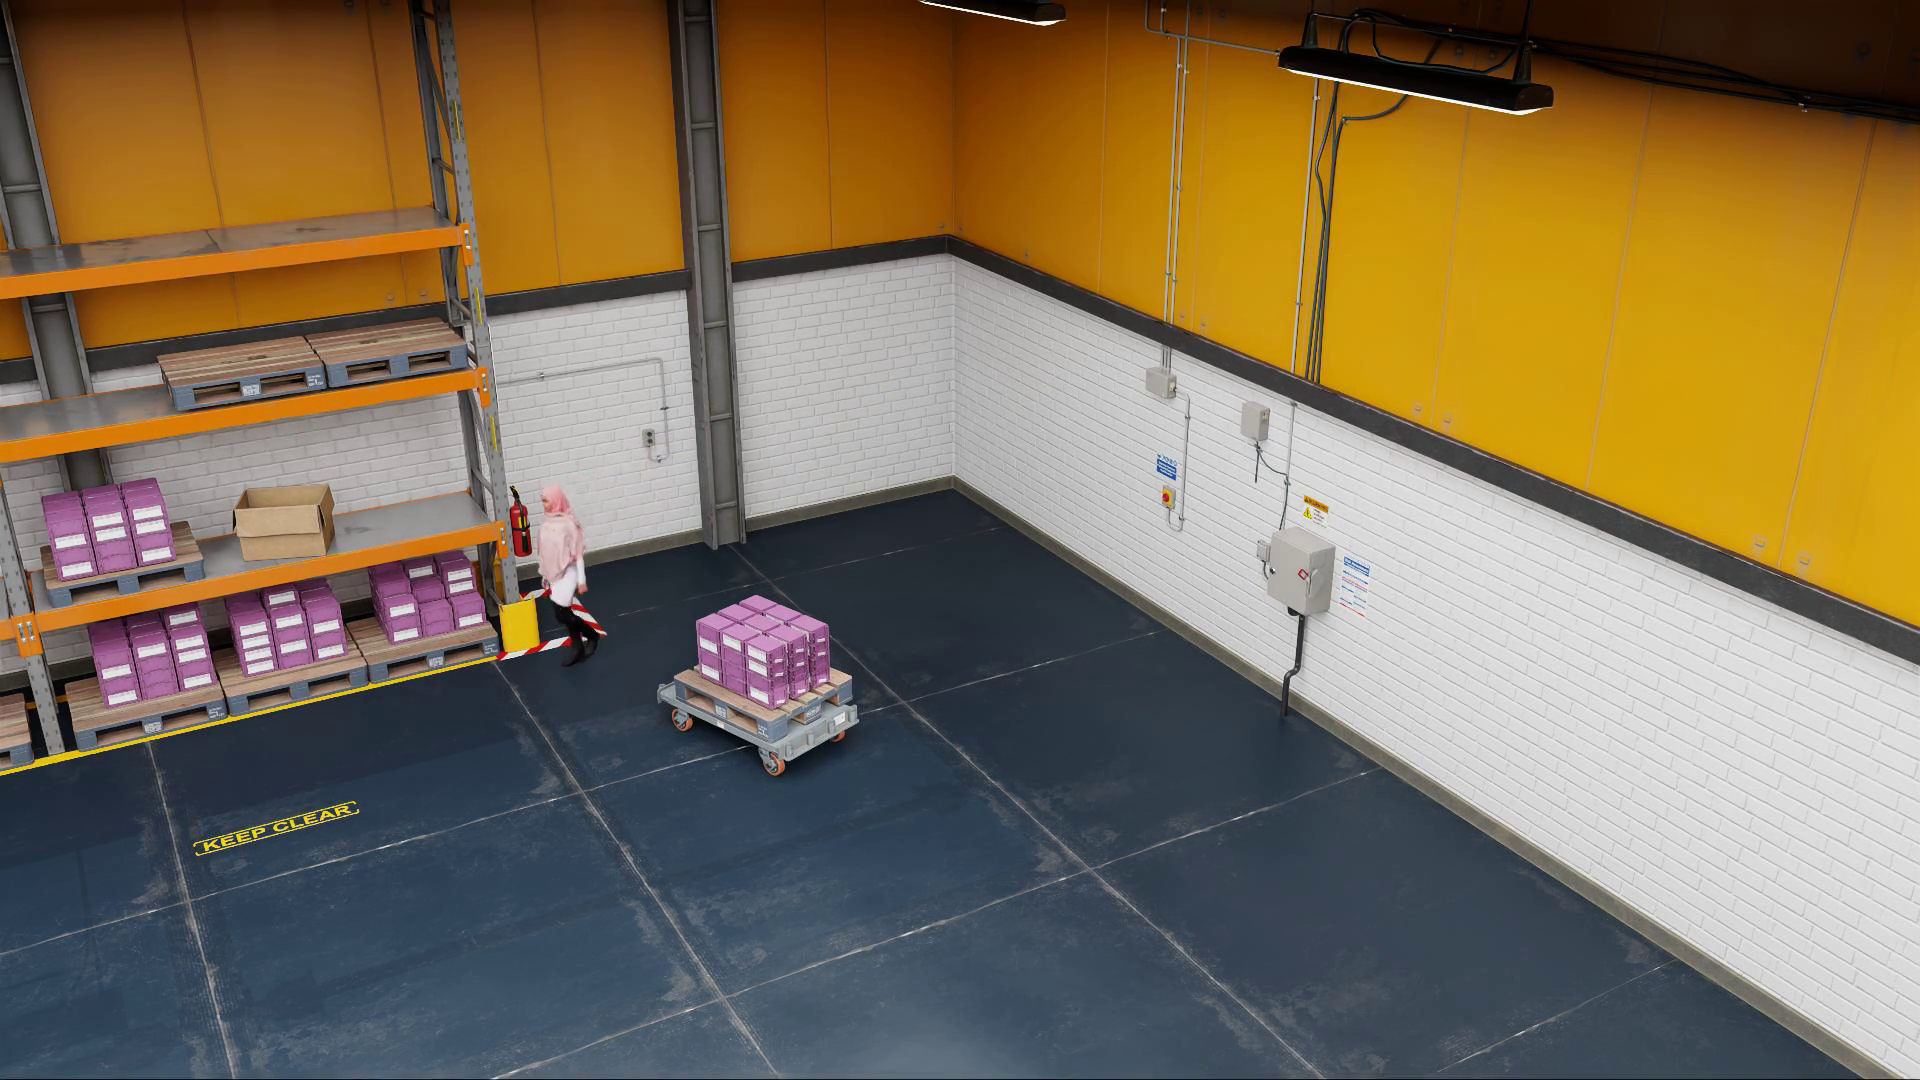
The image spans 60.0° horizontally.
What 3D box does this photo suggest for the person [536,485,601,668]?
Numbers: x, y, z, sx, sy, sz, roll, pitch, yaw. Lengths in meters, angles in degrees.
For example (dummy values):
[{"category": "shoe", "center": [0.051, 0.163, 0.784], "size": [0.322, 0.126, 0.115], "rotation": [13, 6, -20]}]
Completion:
[{"category": "person", "center": [-3.608, 0.312, 15.446], "size": [0.725, 1.788, 0.792], "rotation": [18, 29, 35]}]
